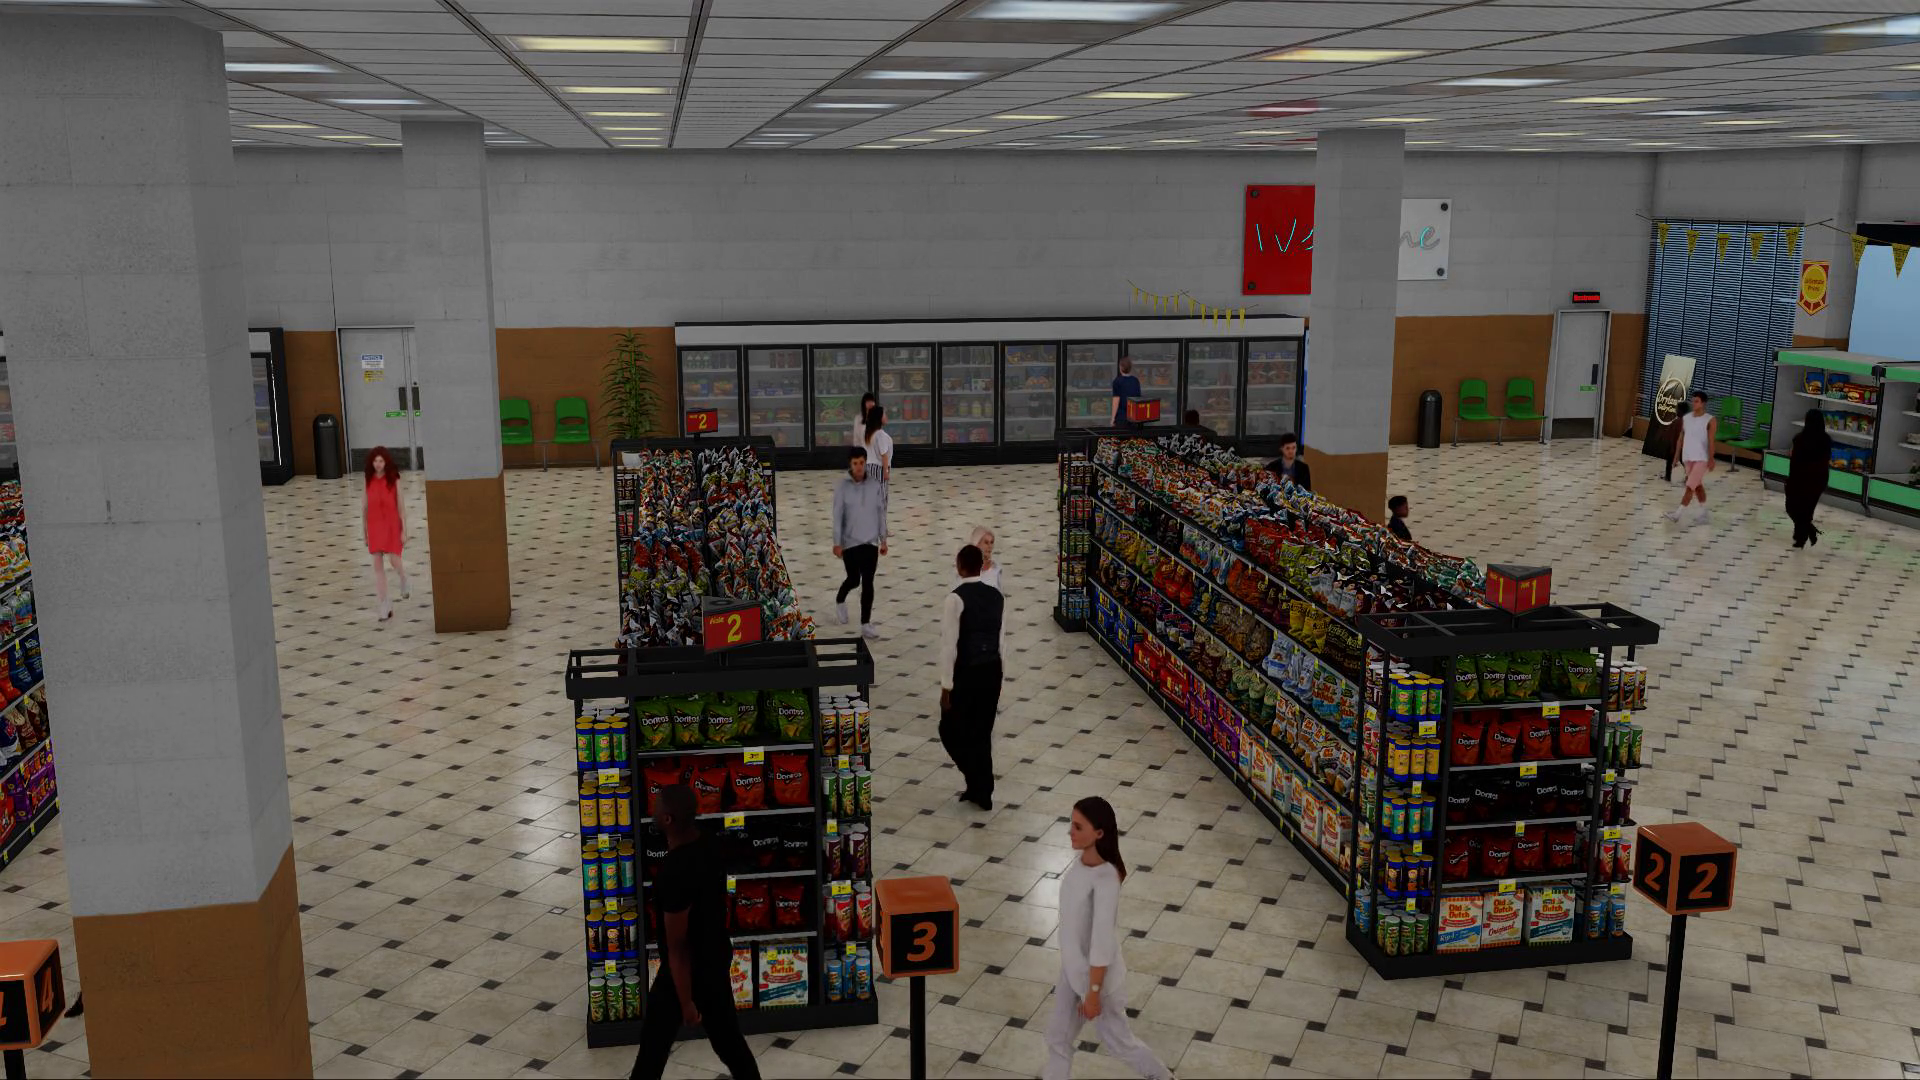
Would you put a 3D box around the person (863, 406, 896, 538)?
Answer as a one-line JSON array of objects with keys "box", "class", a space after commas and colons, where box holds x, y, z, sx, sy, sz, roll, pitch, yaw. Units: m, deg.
[{"box": [-1.066, -0.892, 21.319, 0.821, 1.680, 0.681, -7, 14, -30], "class": "person"}]

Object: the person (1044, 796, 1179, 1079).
[{"box": [0.696, 1.991, 7.695, 0.762, 1.654, 1.074, -4, 12, -18], "class": "person"}]

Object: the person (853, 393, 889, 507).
[{"box": [-1.283, -1.240, 23.155, 0.735, 1.606, 1.000, -4, 13, -19], "class": "person"}]

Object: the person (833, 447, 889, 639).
[{"box": [-1.043, 0.005, 16.496, 0.871, 1.914, 1.020, -6, 14, -28], "class": "person"}]

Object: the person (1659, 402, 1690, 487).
[{"box": [10.820, -1.424, 24.925, 0.610, 1.237, 0.919, -4, 12, -17], "class": "person"}]

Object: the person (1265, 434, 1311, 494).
[{"box": [3.437, -0.231, 17.765, 0.824, 1.852, 1.005, 1, 12, 4], "class": "person"}]

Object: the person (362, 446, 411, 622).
[{"box": [-5.879, -0.076, 17.140, 0.692, 1.806, 0.853, 1, 12, 2], "class": "person"}]

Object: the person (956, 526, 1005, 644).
[{"box": [0.131, 0.728, 13.473, 0.700, 1.744, 0.791, -6, 13, -26], "class": "person"}]

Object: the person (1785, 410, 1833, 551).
[{"box": [10.379, -0.699, 20.246, 0.649, 1.746, 0.826, -2, 12, -9], "class": "person"}]

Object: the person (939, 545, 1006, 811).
[{"box": [0.138, 1.008, 11.764, 0.876, 1.899, 0.889, -7, 14, -30], "class": "person"}]

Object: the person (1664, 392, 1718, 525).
[{"box": [9.778, -1.053, 21.952, 0.899, 1.736, 1.122, -5, 13, -23], "class": "person"}]

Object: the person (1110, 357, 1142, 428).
[{"box": [2.538, -1.863, 25.471, 0.720, 1.870, 0.648, -6, 13, -26], "class": "person"}]

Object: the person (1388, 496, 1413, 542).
[{"box": [4.482, 0.162, 17.333, 0.673, 1.261, 0.713, 1, 12, 3], "class": "person"}]

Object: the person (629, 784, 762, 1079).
[{"box": [-1.105, 1.984, 7.448, 1.134, 1.769, 1.240, 4, 13, 20], "class": "person"}]
